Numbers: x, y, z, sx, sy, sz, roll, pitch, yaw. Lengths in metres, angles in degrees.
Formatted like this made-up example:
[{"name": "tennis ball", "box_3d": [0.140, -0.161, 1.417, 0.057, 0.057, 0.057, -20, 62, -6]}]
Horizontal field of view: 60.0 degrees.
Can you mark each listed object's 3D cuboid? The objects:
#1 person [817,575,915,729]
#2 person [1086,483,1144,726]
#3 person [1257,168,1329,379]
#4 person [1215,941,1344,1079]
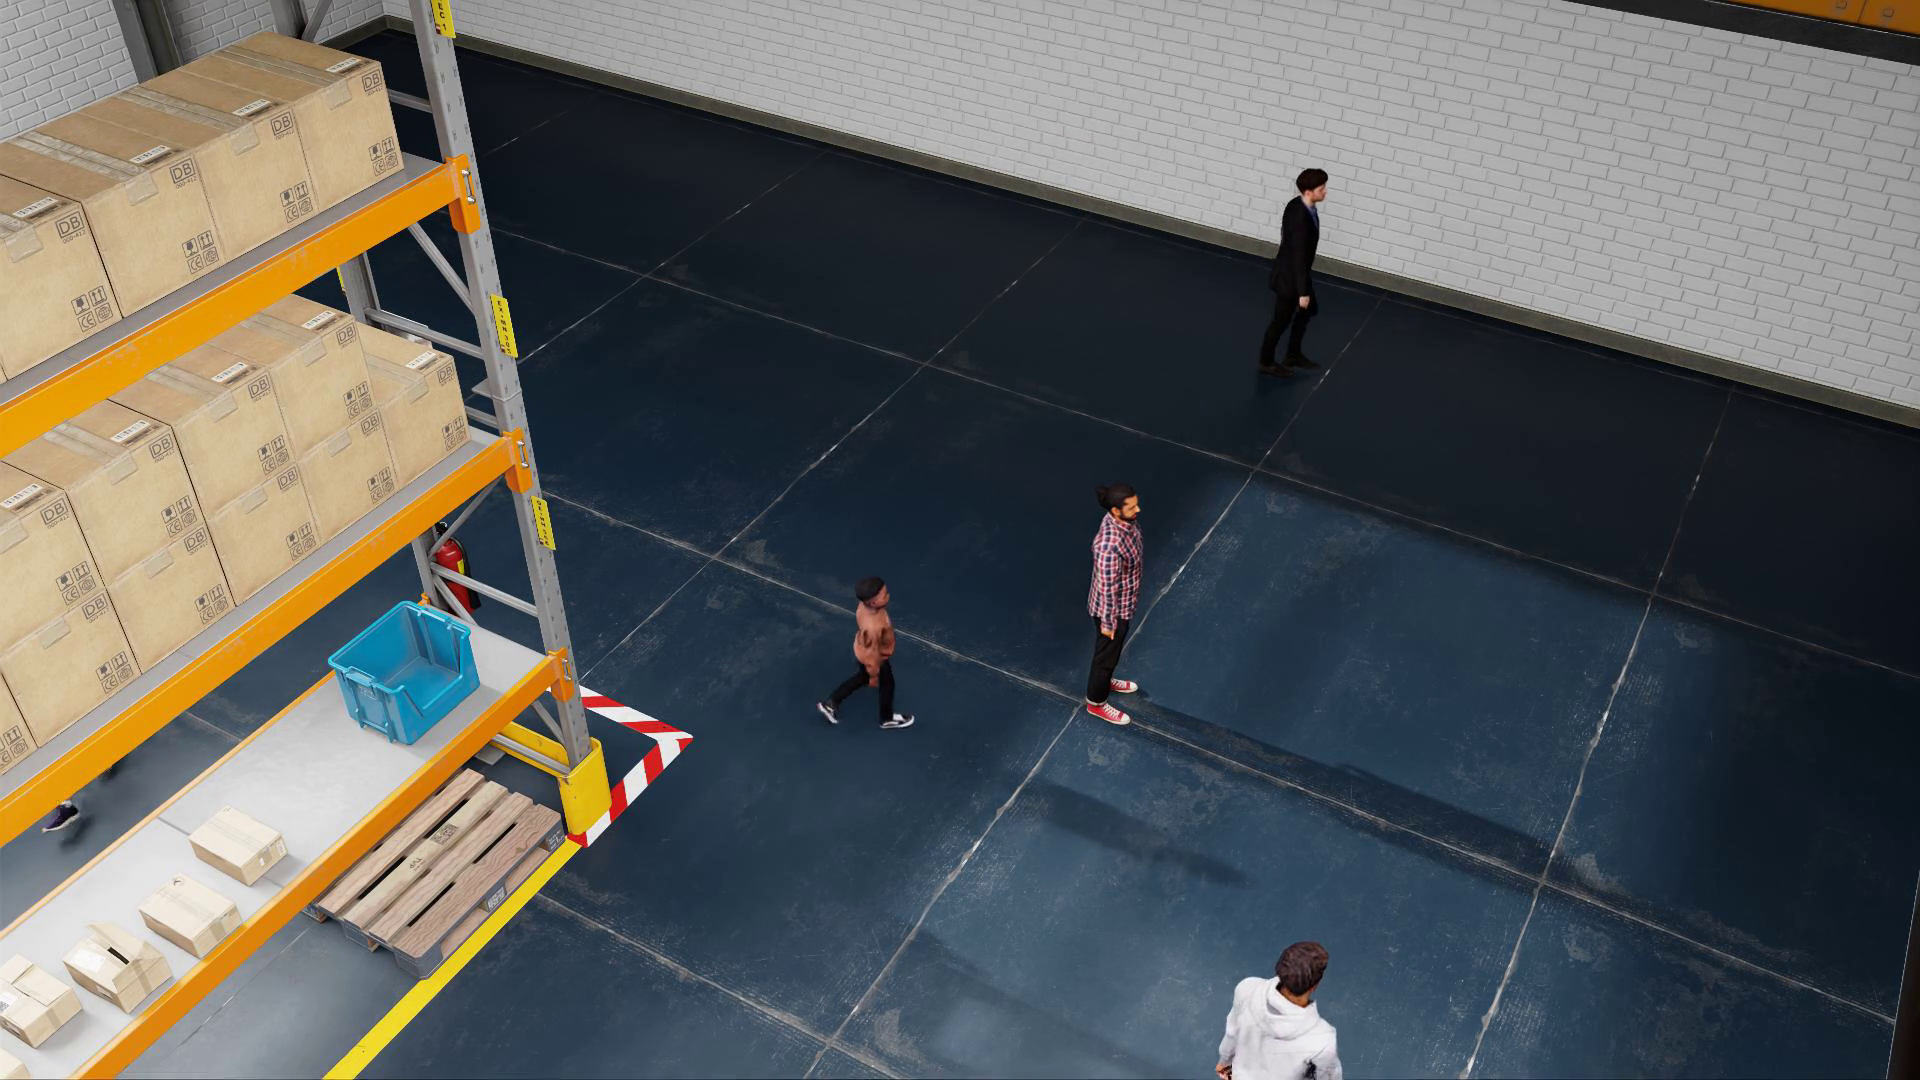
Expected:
[{"name": "person", "box_3d": [-0.607, 0.715, 10.342, 0.885, 1.238, 0.834, -8, 39, -10]}, {"name": "person", "box_3d": [0.967, 0.361, 10.366, 0.828, 1.761, 0.638, 8, 39, 10]}, {"name": "person", "box_3d": [2.605, -2.143, 13.413, 0.872, 1.872, 0.776, 9, 40, 12]}, {"name": "person", "box_3d": [1.345, 2.542, 7.517, 0.815, 1.909, 0.881, 30, 48, 32]}]
